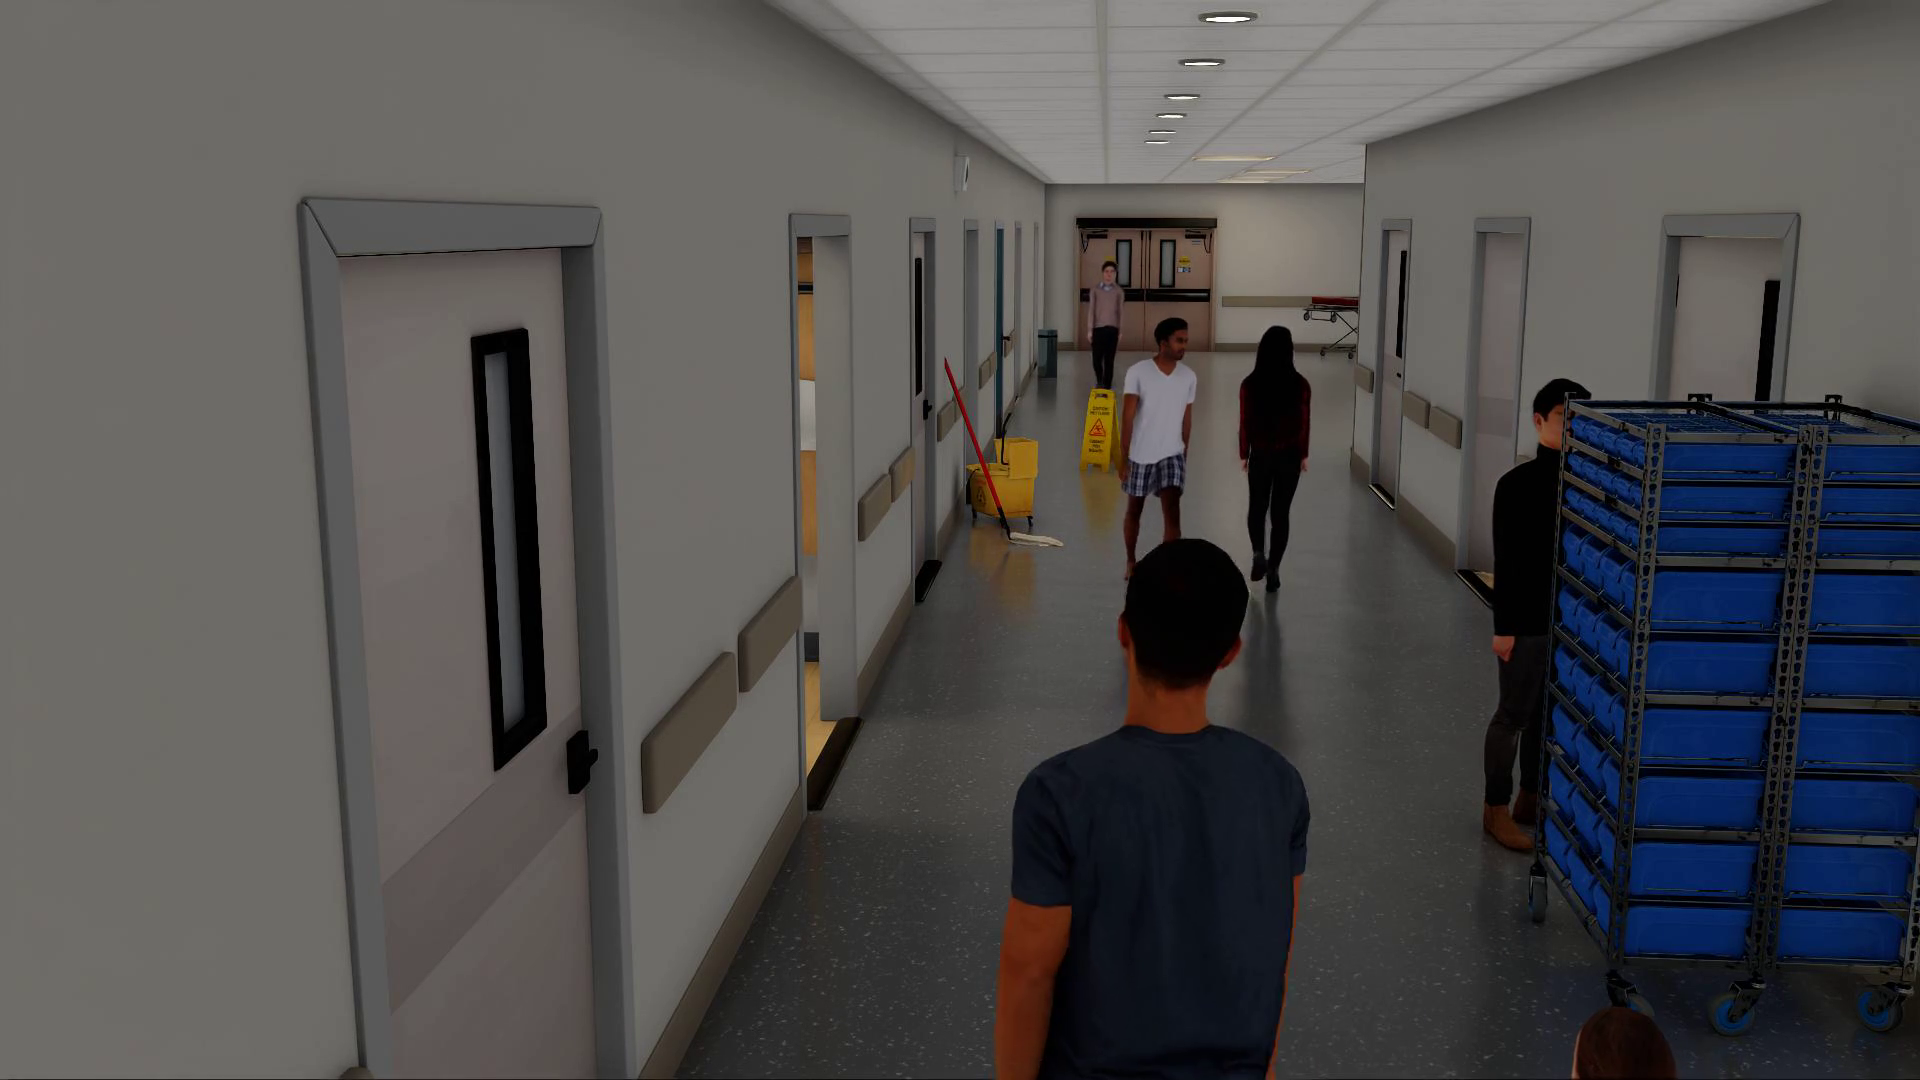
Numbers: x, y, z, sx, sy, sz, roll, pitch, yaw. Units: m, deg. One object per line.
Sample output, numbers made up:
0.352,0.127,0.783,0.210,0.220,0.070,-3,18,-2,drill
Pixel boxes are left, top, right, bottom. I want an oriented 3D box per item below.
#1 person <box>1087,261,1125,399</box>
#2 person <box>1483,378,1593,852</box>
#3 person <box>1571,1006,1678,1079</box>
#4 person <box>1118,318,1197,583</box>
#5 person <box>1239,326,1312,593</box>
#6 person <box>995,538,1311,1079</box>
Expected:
1.880,-2.708,21.617,0.612,1.793,1.028,1,11,4,person
2.150,0.263,6.146,0.719,1.723,0.743,-7,13,-32,person
1.066,1.262,2.771,0.476,1.019,0.494,-3,11,-17,person
1.166,-0.490,10.256,0.860,1.670,1.225,-1,11,-7,person
1.955,-0.480,10.266,0.612,1.647,0.627,2,11,10,person
0.325,0.913,2.551,0.865,1.785,1.020,-4,11,-18,person
